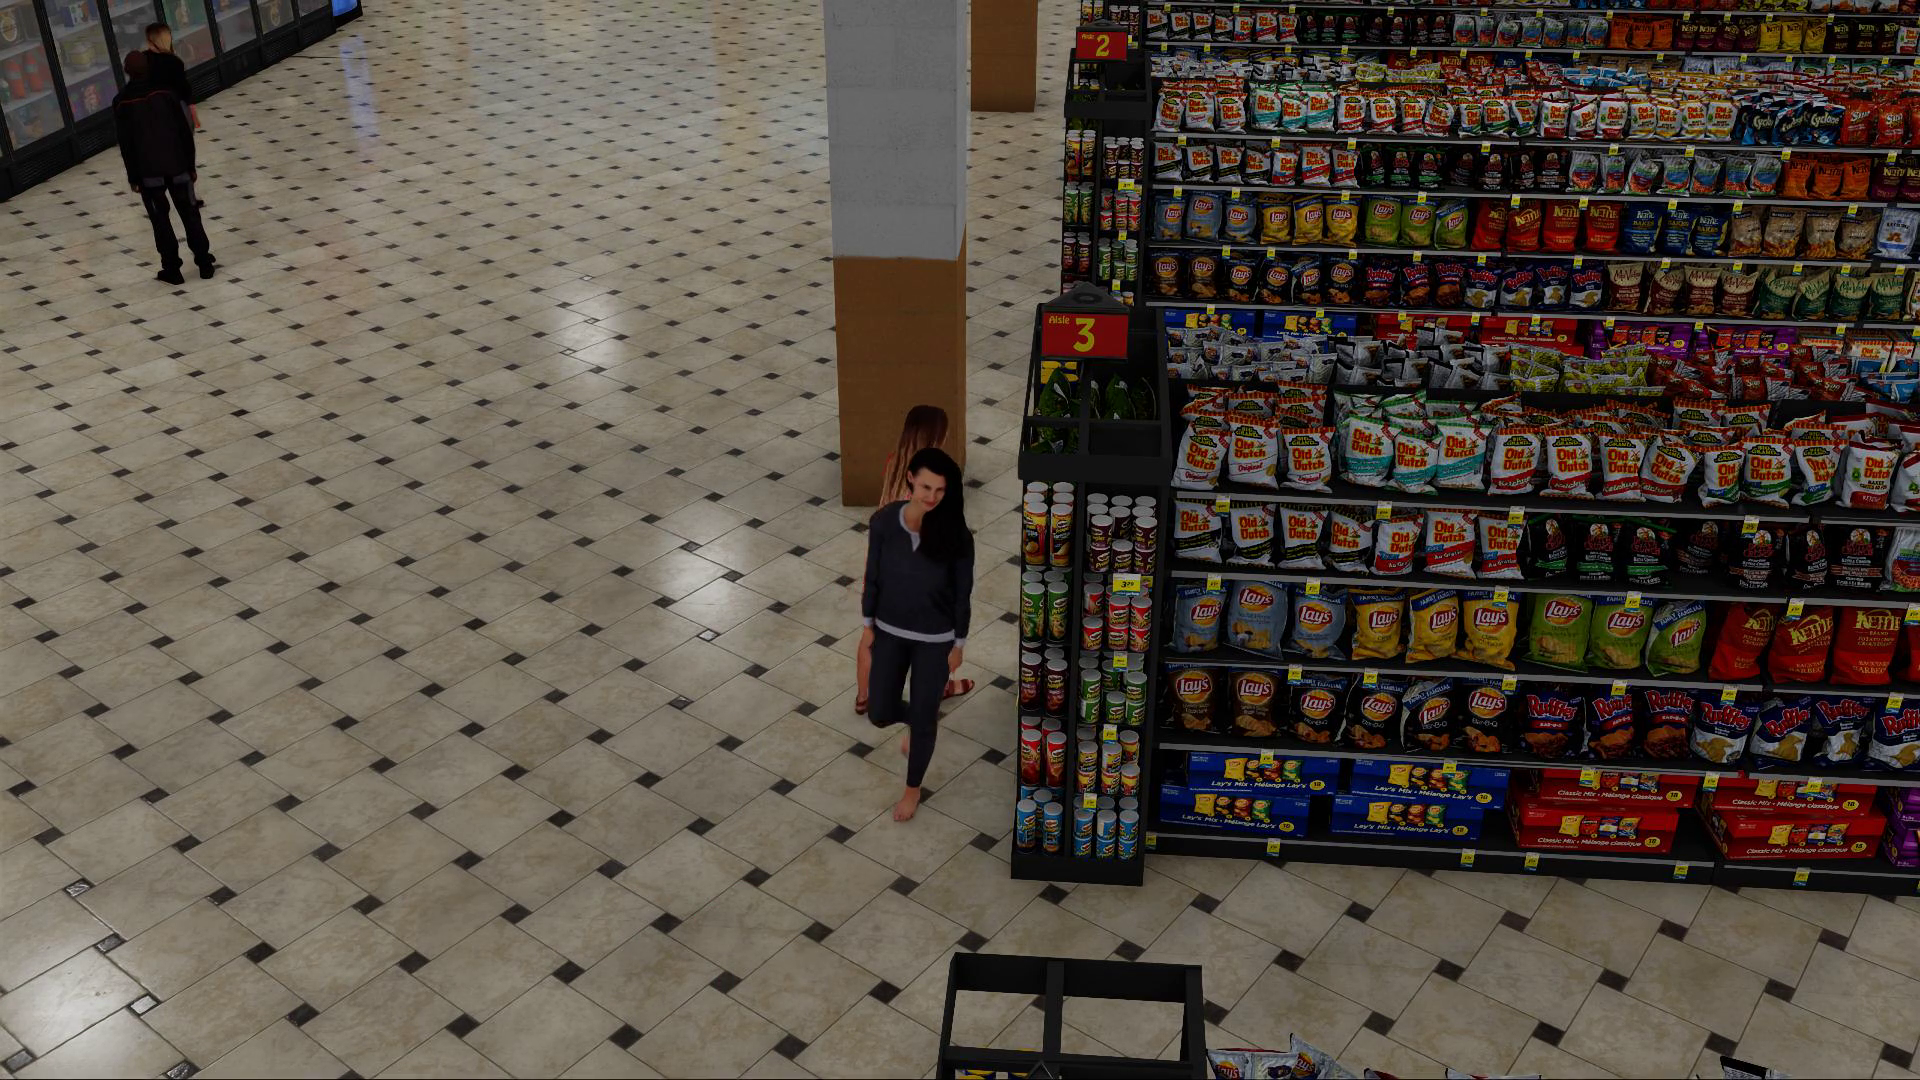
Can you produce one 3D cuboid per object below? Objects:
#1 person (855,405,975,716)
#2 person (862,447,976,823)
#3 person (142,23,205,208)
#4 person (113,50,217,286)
[{"bbox_3d":[-0.293,0.134,7.726,0.910,1.564,0.837,-22,36,-35],"label":"person"},{"bbox_3d":[-0.171,0.359,7.116,0.765,1.754,0.775,8,30,14],"label":"person"},{"bbox_3d":[-6.968,-3.675,14.613,0.750,1.652,0.721,6,29,10],"label":"person"},{"bbox_3d":[-6.261,-2.921,13.051,0.771,1.825,0.852,-18,34,-30],"label":"person"}]
